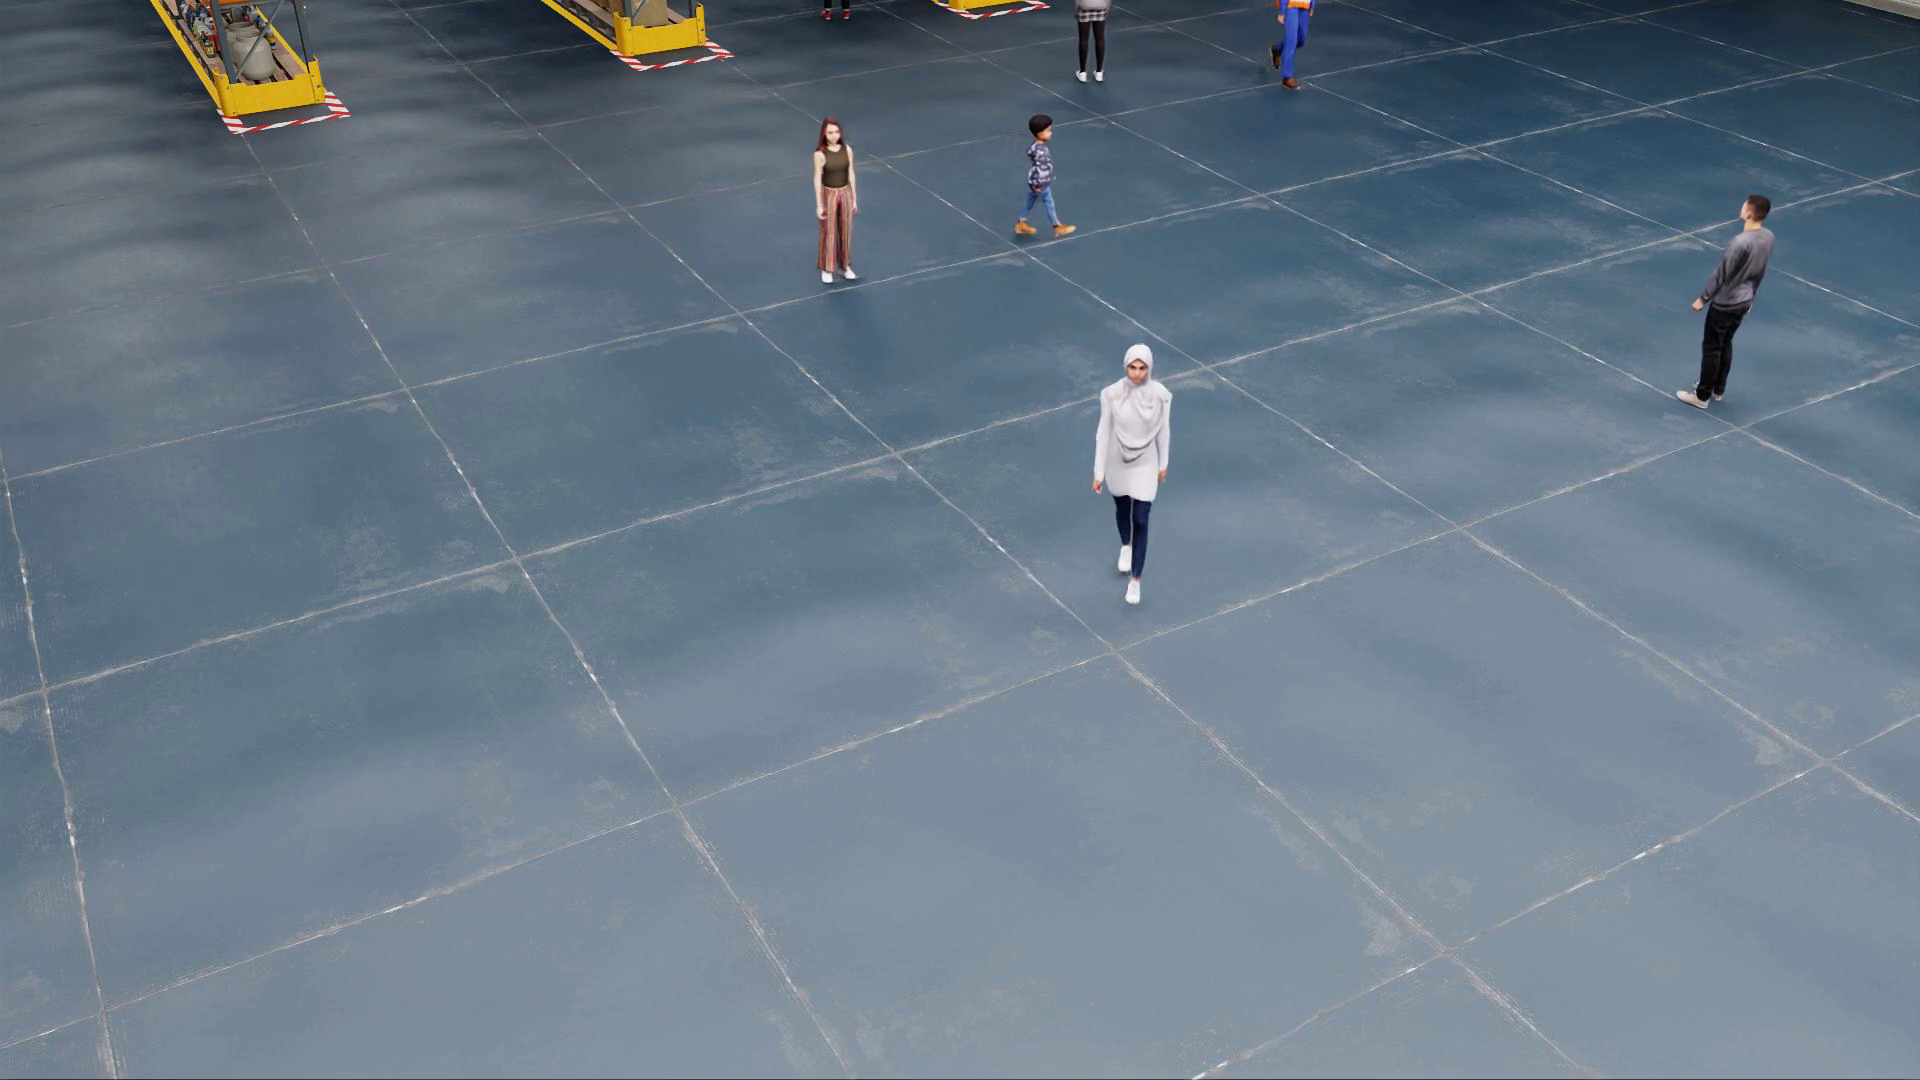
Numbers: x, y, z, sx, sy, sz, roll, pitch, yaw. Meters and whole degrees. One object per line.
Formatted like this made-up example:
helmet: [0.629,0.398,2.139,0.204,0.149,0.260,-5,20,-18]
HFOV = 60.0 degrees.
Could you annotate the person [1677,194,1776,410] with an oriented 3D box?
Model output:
person: [6.088,-1.857,13.112,0.626,1.757,0.578,-18,37,-26]

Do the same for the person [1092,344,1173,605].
person: [1.145,-0.525,11.012,0.992,1.746,1.075,7,33,11]

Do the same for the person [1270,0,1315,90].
person: [4.058,-6.520,20.425,0.712,1.841,0.957,-15,35,-23]

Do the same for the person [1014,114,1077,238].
person: [0.730,-3.546,16.290,0.815,1.223,0.842,1,32,1]

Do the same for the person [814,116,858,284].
person: [-1.153,-3.150,15.346,0.578,1.561,0.545,-12,34,-18]

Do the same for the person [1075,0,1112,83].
person: [1.641,-6.596,20.612,0.671,1.770,0.642,-6,33,-10]

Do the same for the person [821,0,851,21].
person: [-1.754,-8.144,23.079,0.752,1.757,0.706,-5,33,-8]
